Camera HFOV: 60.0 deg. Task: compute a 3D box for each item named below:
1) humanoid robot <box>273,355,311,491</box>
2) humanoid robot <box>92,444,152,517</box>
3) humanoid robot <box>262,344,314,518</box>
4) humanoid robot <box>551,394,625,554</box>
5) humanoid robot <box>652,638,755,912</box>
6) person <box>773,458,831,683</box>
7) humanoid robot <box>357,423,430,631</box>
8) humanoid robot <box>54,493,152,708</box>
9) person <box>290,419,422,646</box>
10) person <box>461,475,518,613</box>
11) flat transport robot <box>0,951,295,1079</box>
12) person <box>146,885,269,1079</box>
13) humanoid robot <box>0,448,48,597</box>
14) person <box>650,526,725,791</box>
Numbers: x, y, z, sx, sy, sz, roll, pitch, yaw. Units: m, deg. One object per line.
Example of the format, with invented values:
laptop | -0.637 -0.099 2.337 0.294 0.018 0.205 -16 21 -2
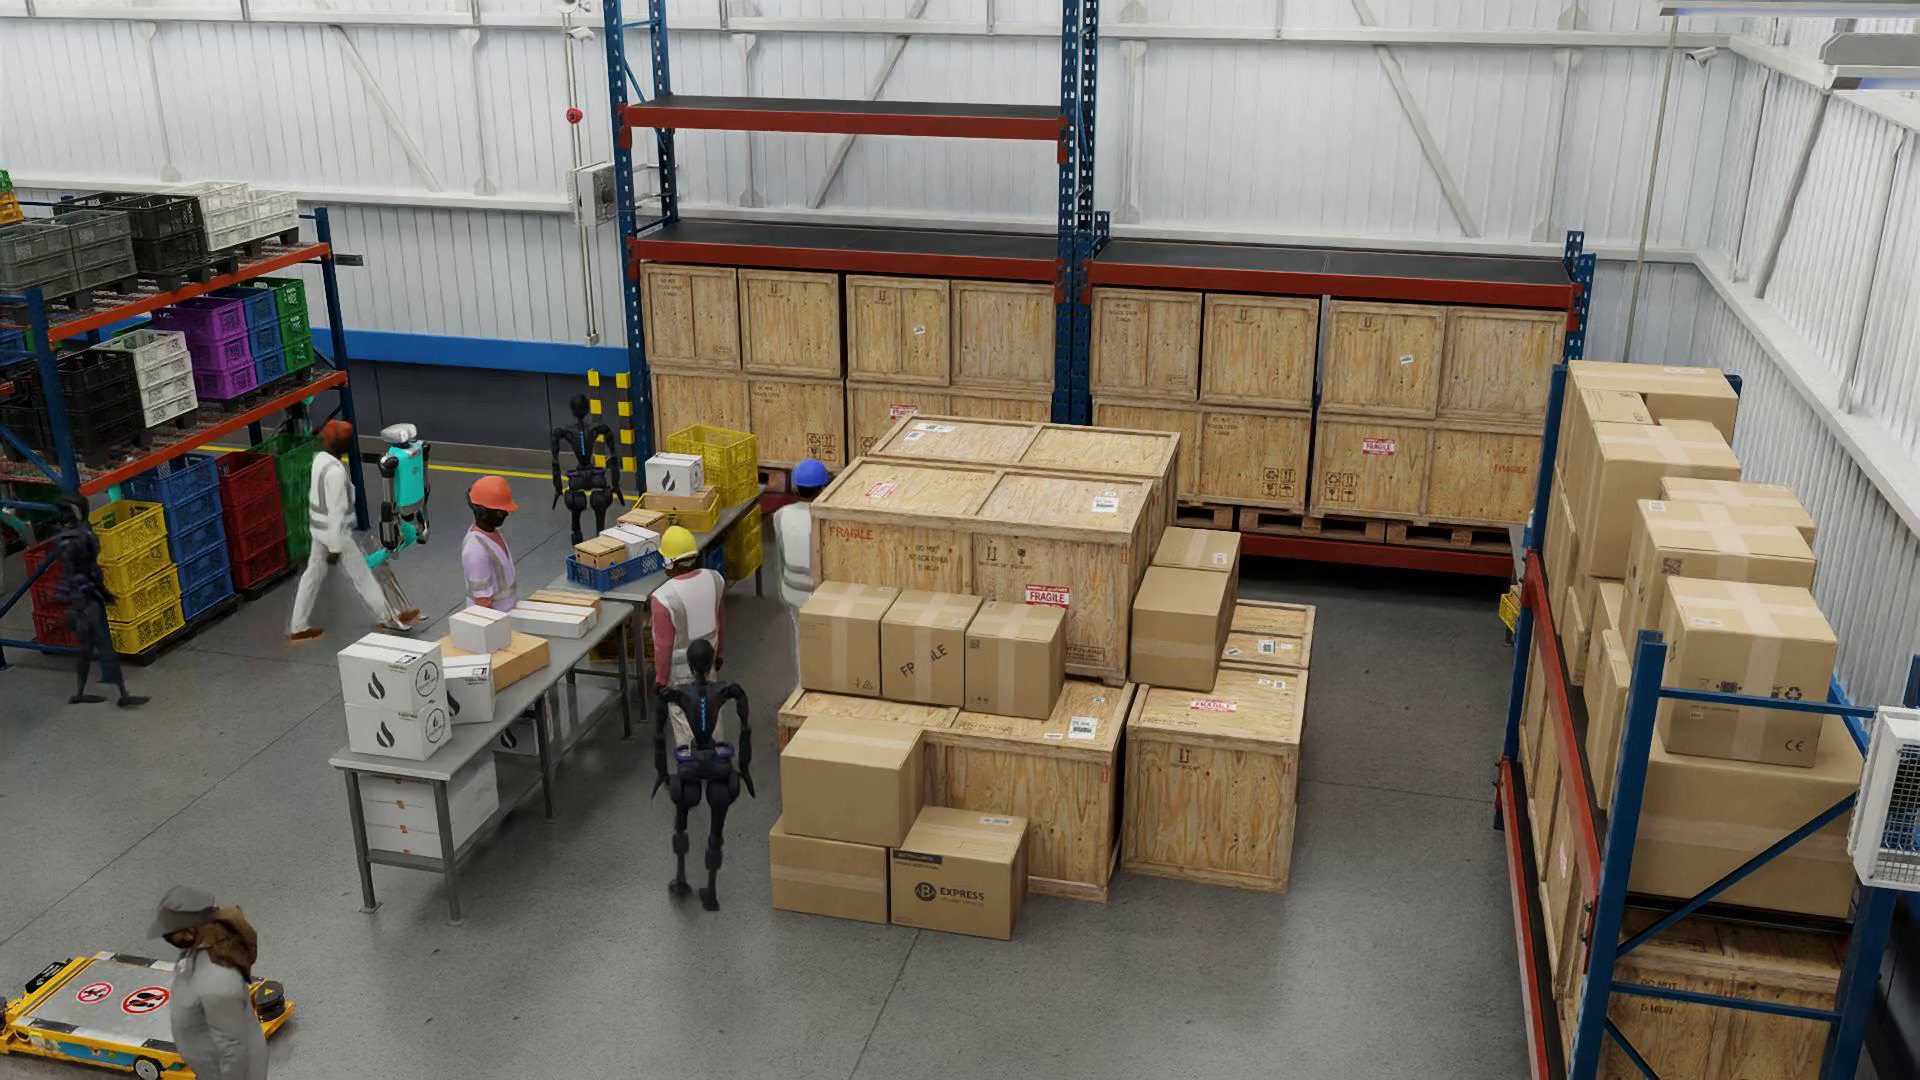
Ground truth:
humanoid robot | -6.476 -1.176 16.146 0.328 1.654 0.600 -9 23 -21
humanoid robot | -7.290 -0.508 14.359 0.564 1.792 0.820 -4 21 -10
humanoid robot | -6.372 -1.063 15.670 0.686 1.735 0.540 -4 21 -10
humanoid robot | -3.215 -0.472 14.325 0.611 1.637 0.650 -6 22 -15
humanoid robot | -1.482 1.342 9.566 0.590 1.642 0.386 -5 21 -12
person | -1.030 0.357 11.776 0.641 1.931 0.447 15 26 34
humanoid robot | -4.535 -0.120 13.165 0.740 1.690 0.531 7 22 18
humanoid robot | -6.247 0.426 11.976 0.627 1.638 0.590 -4 21 -10
person | -4.883 -0.067 13.055 1.015 1.829 0.651 -14 25 -32
person | -3.094 0.542 11.160 0.389 2.034 0.605 -3 21 -7
flat transport robot | -4.270 2.464 8.601 1.431 0.231 0.659 5 22 13
person | -3.133 2.233 7.111 0.407 1.761 0.564 -12 24 -29
humanoid robot | -8.131 -0.393 14.094 0.537 1.818 0.888 0 21 -1
person | -1.776 0.781 10.811 0.404 1.829 0.599 15 26 34
